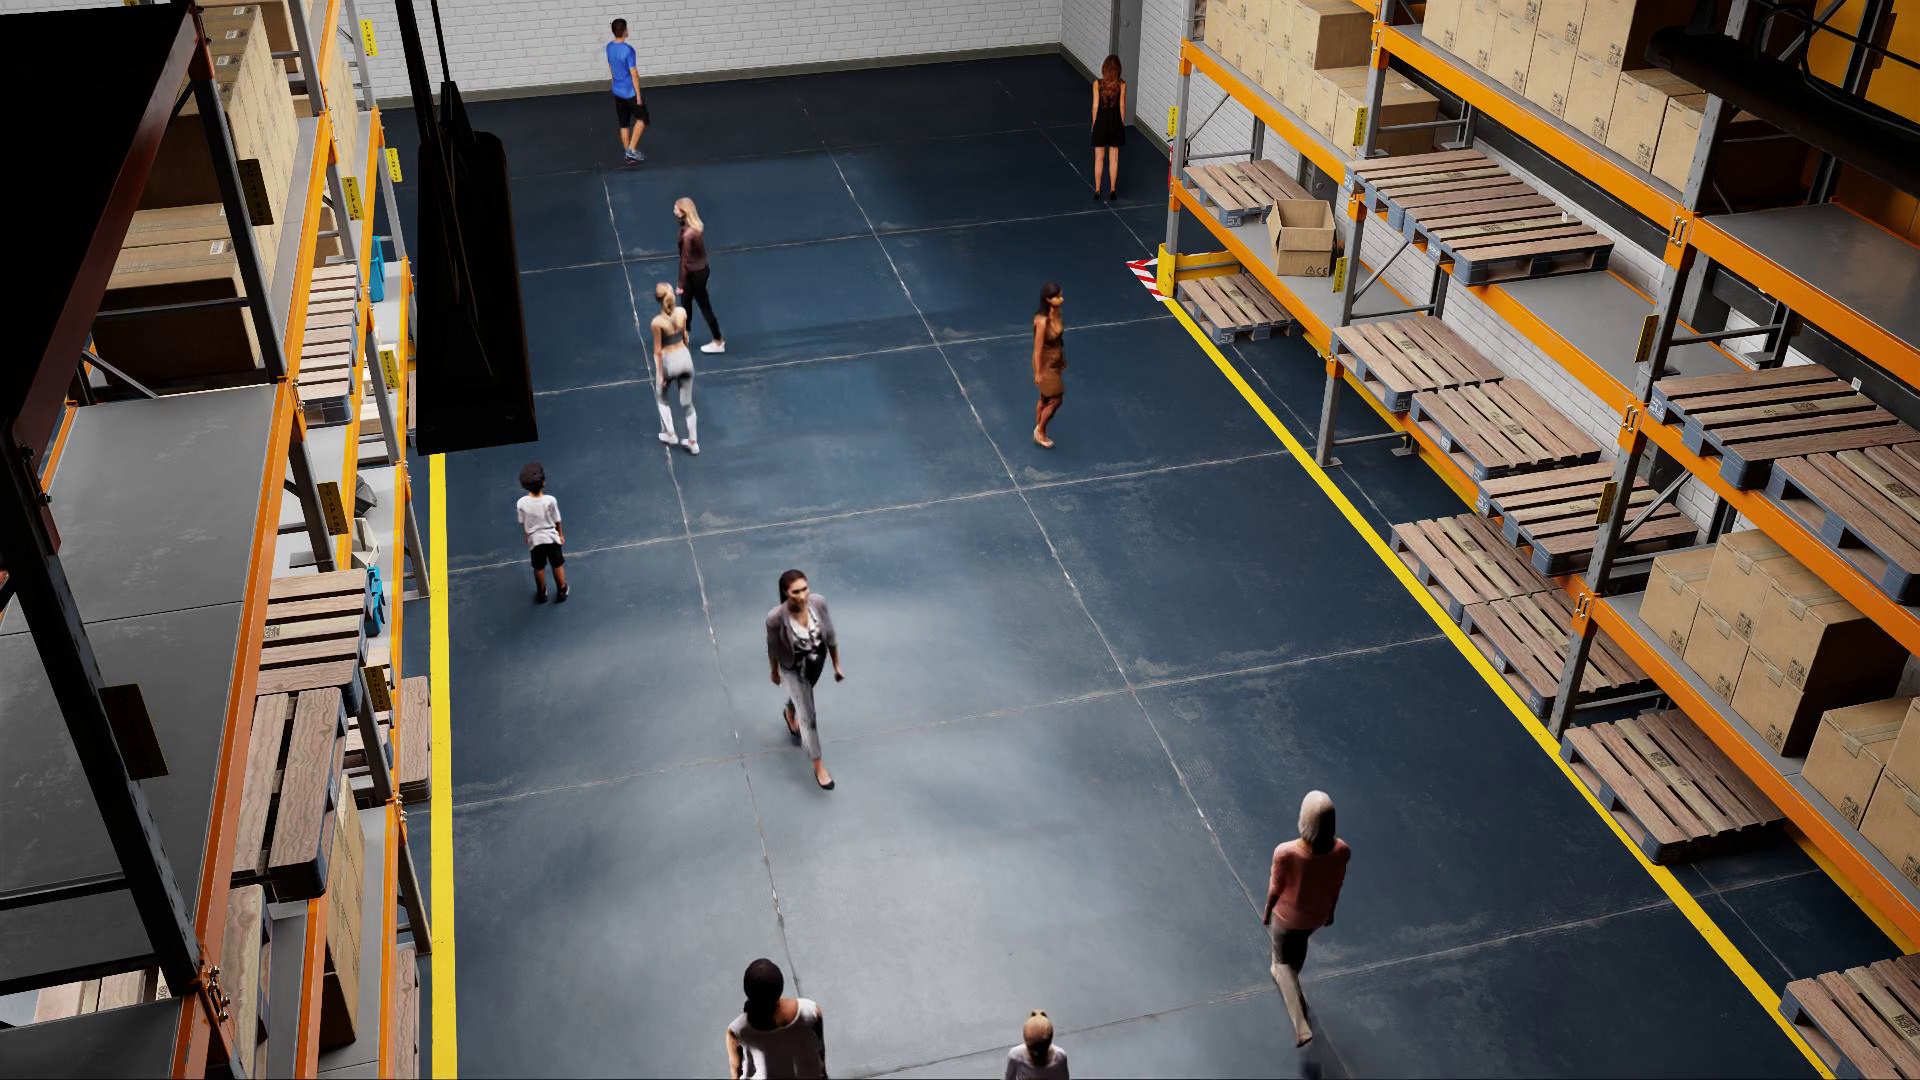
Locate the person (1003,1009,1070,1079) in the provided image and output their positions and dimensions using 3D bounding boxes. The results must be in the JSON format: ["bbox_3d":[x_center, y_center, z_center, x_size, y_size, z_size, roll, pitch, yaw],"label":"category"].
[{"bbox_3d":[0.408,2.939,8.883,0.668,1.262,0.846,3,34,4],"label":"person"}]

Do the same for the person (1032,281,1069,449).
[{"bbox_3d":[0.736,-1.614,15.354,0.766,1.682,0.699,15,36,21],"label":"person"}]

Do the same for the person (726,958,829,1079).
[{"bbox_3d":[-0.930,2.841,8.654,0.660,1.679,0.665,-9,35,-13],"label":"person"}]

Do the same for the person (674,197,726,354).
[{"bbox_3d":[-2.595,-2.671,16.946,0.863,1.678,0.914,2,34,3],"label":"person"}]

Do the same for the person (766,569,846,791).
[{"bbox_3d":[-1.133,0.869,11.671,0.880,1.623,1.193,-21,39,-28],"label":"person"}]

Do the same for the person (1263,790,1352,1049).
[{"bbox_3d":[1.995,2.200,9.596,0.655,1.704,1.020,-5,34,-8],"label":"person"}]

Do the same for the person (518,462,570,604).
[{"bbox_3d":[-3.355,-0.050,13.385,0.519,1.256,0.542,-1,34,-2],"label":"person"}]

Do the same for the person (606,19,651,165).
[{"bbox_3d":[-4.345,-5.721,21.372,0.770,1.861,0.829,18,38,25],"label":"person"}]

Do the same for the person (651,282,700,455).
[{"bbox_3d":[-2.565,-1.540,15.240,0.709,1.685,0.797,-21,39,-29],"label":"person"}]

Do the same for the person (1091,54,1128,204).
[{"bbox_3d":[1.812,-5.029,20.354,0.641,1.834,0.628,2,34,4],"label":"person"}]
